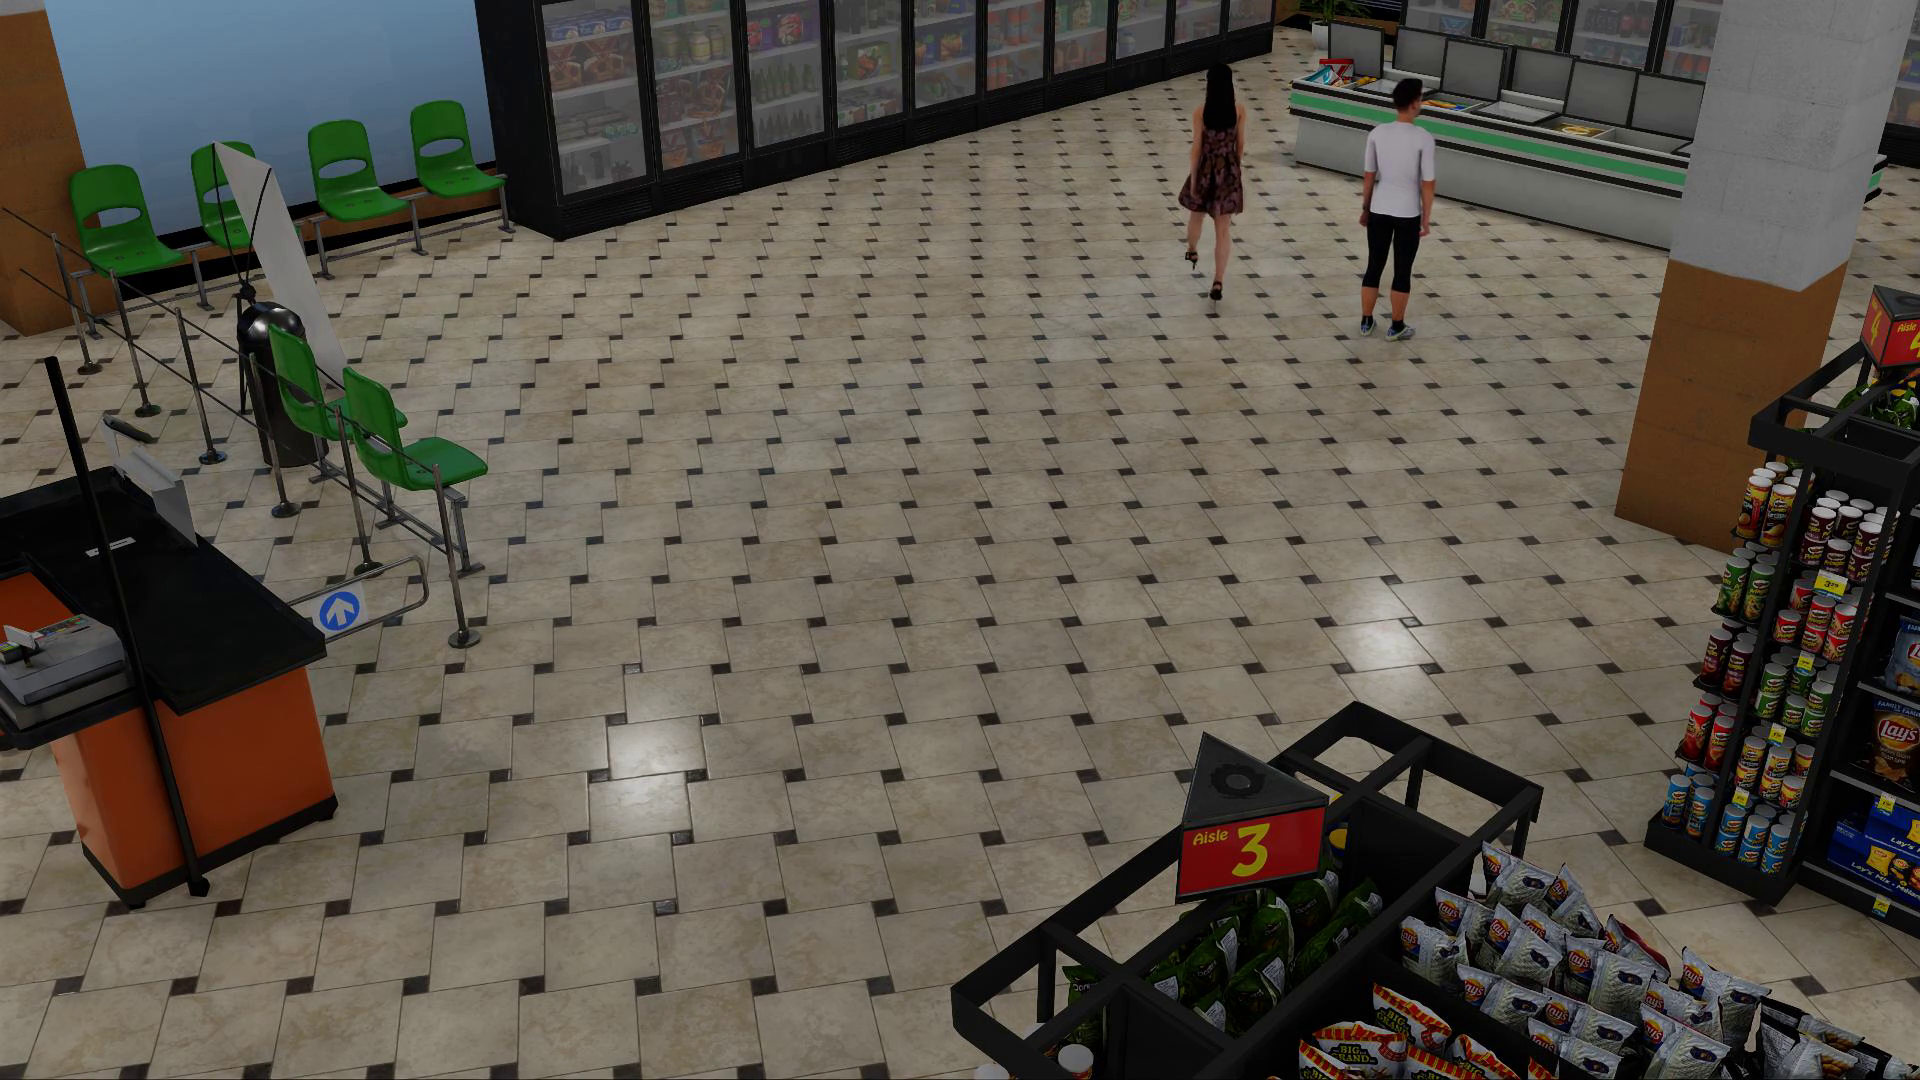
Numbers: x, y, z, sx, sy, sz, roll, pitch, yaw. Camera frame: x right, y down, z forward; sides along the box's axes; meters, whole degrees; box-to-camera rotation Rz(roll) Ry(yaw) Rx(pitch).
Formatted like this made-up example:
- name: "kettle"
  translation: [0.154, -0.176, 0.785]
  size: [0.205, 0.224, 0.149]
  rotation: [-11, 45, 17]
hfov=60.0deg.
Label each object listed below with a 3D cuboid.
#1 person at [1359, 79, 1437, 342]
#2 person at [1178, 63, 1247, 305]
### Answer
- name: "person"
  translation: [3.077, -2.322, 11.764]
  size: [0.568, 1.851, 0.768]
  rotation: [19, 34, 31]
- name: "person"
  translation: [1.931, -2.614, 12.441]
  size: [1.111, 1.714, 1.234]
  rotation: [-2, 29, -3]
